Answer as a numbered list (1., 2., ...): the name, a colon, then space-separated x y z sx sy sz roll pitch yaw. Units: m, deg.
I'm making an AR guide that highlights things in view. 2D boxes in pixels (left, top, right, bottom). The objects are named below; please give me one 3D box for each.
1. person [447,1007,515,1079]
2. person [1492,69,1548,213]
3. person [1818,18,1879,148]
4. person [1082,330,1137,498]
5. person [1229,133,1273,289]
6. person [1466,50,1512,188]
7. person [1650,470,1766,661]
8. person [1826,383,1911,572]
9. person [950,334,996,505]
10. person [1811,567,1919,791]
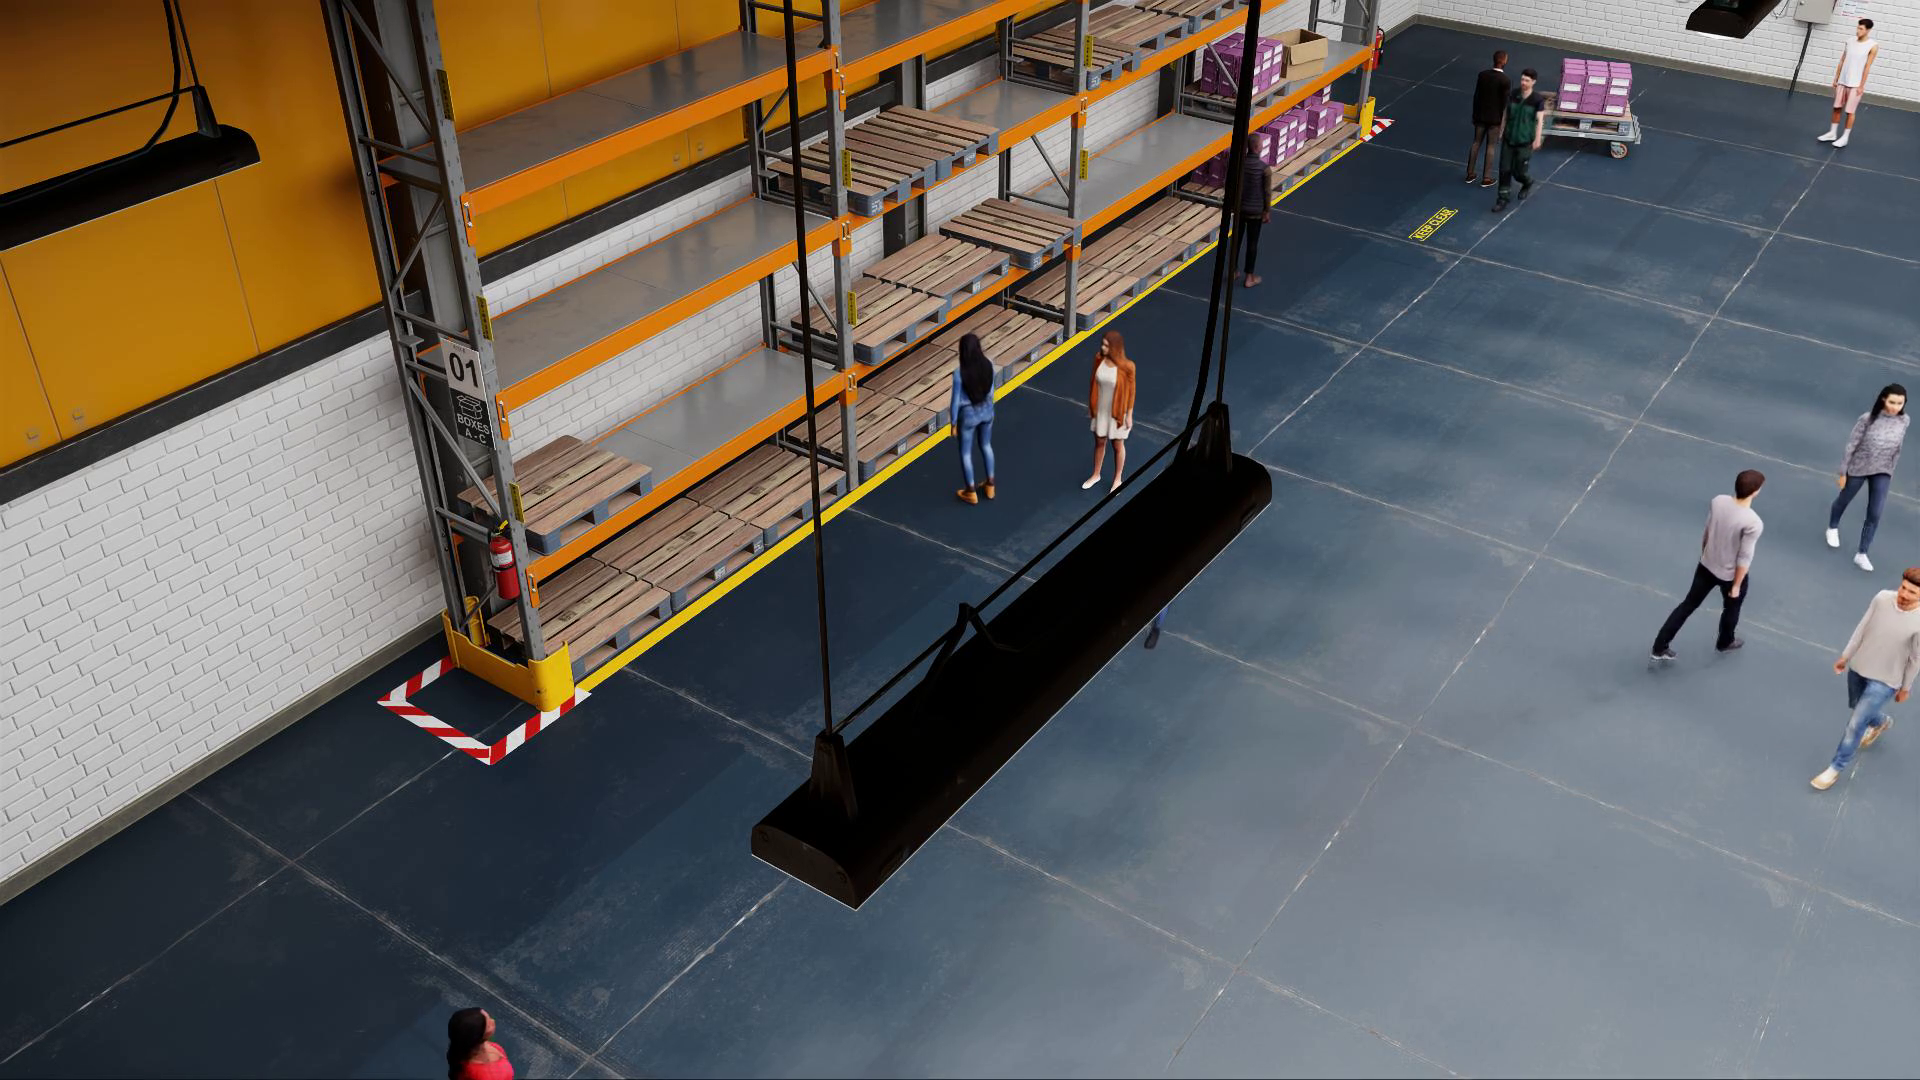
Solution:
1. person: -2.619 3.219 8.955 1.226 1.734 0.933 -19 38 -26
2. person: 7.237 -5.171 21.445 0.750 1.880 0.953 26 42 34
3. person: 12.617 -6.475 23.497 0.740 1.780 0.736 -16 37 -22
4. person: 1.424 -1.229 15.664 0.622 1.715 0.573 19 38 26
5. person: 3.380 -3.874 19.533 0.700 1.837 0.578 24 40 31
6. person: 7.064 -5.632 22.210 0.633 1.802 0.701 -27 42 -34
7. person: 6.033 0.256 13.352 1.264 1.800 1.051 -14 36 -20
8. person: 8.068 -0.666 14.825 0.912 1.705 1.080 5 34 8
9. person: 0.153 -1.122 15.516 0.625 1.700 0.759 -19 38 -26
10. person: 6.793 0.952 12.239 1.278 1.873 1.053 -15 36 -21
